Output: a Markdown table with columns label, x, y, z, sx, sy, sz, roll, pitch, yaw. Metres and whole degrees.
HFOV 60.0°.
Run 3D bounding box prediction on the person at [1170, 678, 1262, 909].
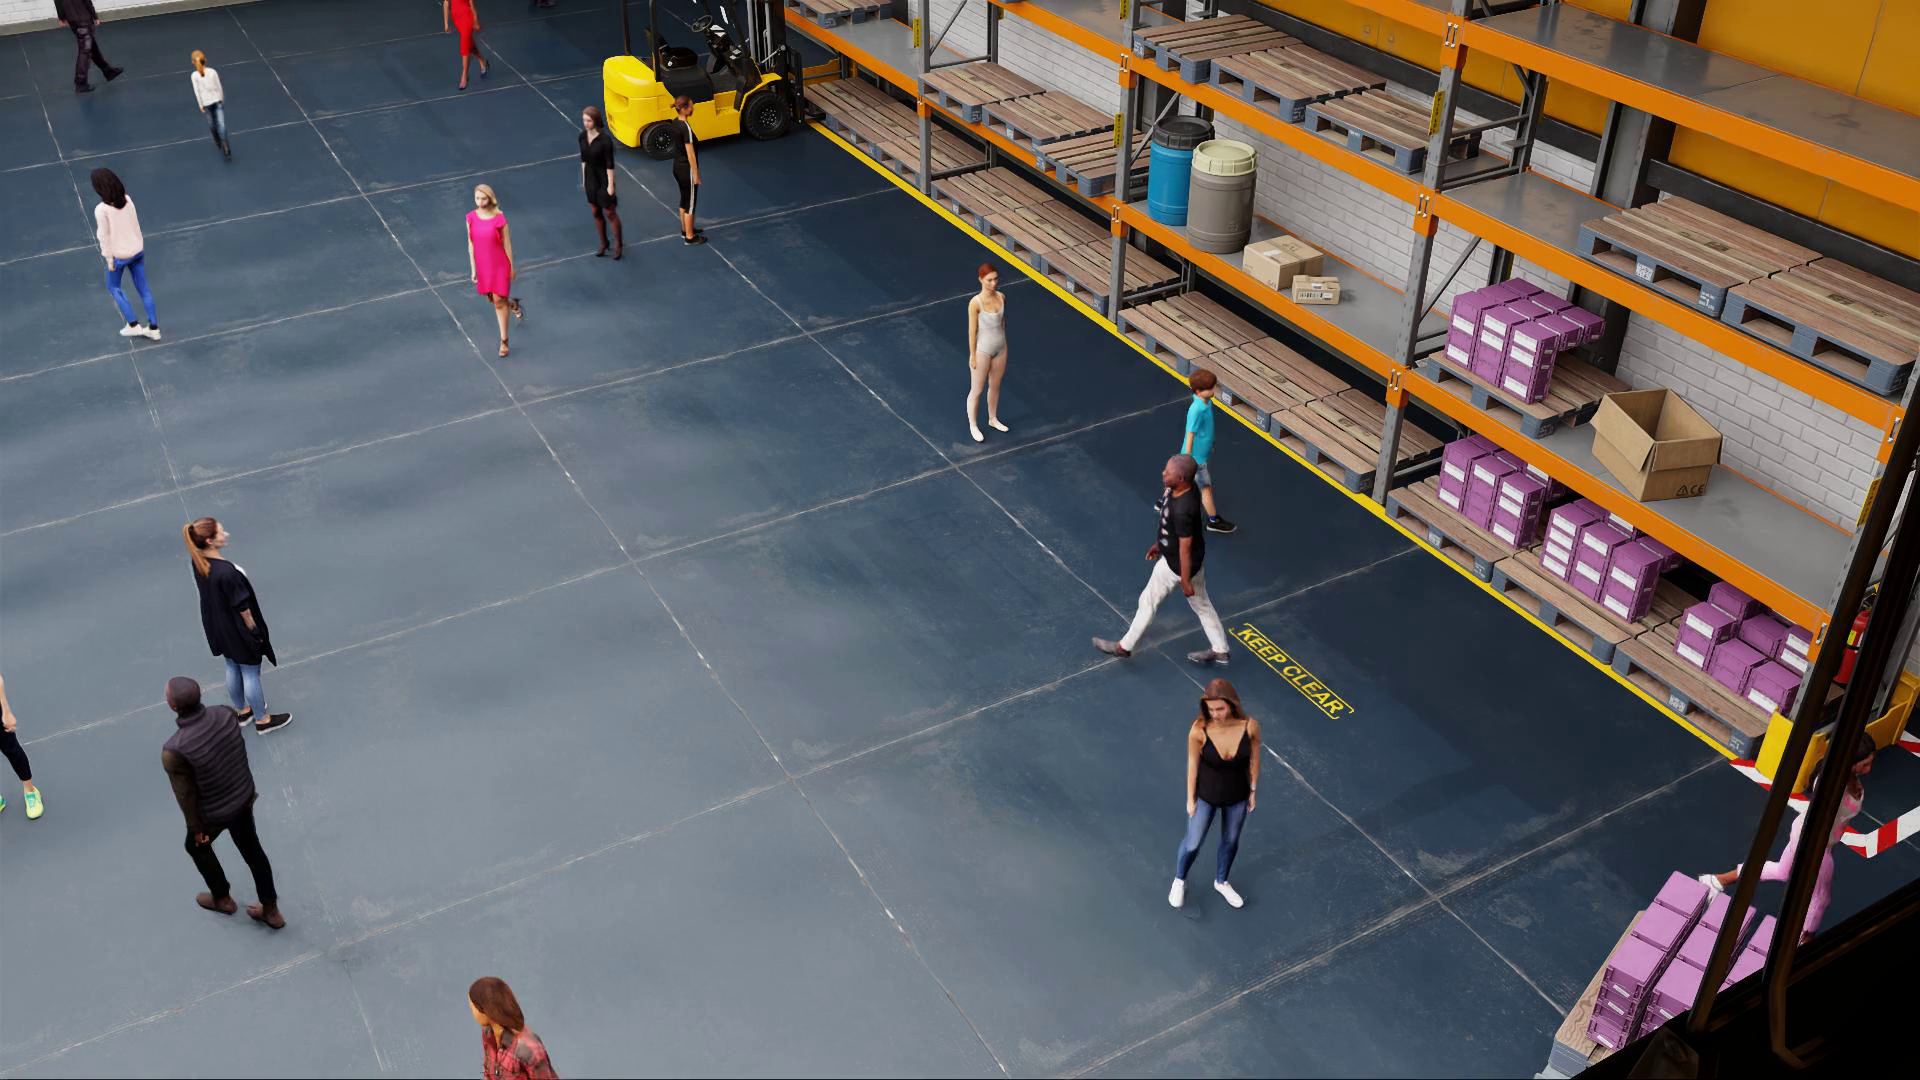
| label | x | y | z | sx | sy | sz | roll | pitch | yaw |
| --- | --- | --- | --- | --- | --- | --- | --- | --- | --- |
| person | 1.563 | 1.504 | 9.891 | 0.680 | 1.696 | 0.625 | -10 | 35 | -14 |

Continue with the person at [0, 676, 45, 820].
| label | x | y | z | sx | sy | sz | roll | pitch | yaw |
| --- | --- | --- | --- | --- | --- | --- | --- | --- | --- |
| person | -6.244 | 1.064 | 10.548 | 0.639 | 1.703 | 0.598 | -10 | 35 | -15 |

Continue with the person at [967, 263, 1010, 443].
| label | x | y | z | sx | sy | sz | roll | pitch | yaw |
| --- | --- | --- | --- | --- | --- | --- | --- | --- | --- |
| person | 0.245 | -1.679 | 14.728 | 0.577 | 1.644 | 0.510 | -23 | 40 | -31 |

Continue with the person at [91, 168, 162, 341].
| label | x | y | z | sx | sy | sz | roll | pitch | yaw |
| --- | --- | --- | --- | --- | --- | --- | --- | --- | --- |
| person | -8.090 | -2.758 | 16.250 | 0.834 | 1.755 | 0.807 | 16 | 37 | 22 |

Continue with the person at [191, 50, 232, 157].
| label | x | y | z | sx | sy | sz | roll | pitch | yaw |
| --- | --- | --- | --- | --- | --- | --- | --- | --- | --- |
| person | -9.259 | -5.386 | 20.629 | 0.516 | 1.284 | 0.947 | -15 | 36 | -21 |

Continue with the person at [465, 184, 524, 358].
| label | x | y | z | sx | sy | sz | roll | pitch | yaw |
| --- | --- | --- | --- | --- | --- | --- | --- | --- | --- |
| person | -4.508 | -2.681 | 16.183 | 0.937 | 1.701 | 1.018 | 6 | 34 | 10 |

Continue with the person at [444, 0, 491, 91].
| label | x | y | z | sx | sy | sz | roll | pitch | yaw |
| --- | --- | --- | --- | --- | --- | --- | --- | --- | --- |
| person | -6.774 | -7.127 | 22.877 | 1.098 | 1.695 | 1.106 | 11 | 35 | 16 |

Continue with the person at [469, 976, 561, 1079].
| label | x | y | z | sx | sy | sz | roll | pitch | yaw |
| --- | --- | --- | --- | --- | --- | --- | --- | --- | --- |
| person | -2.003 | 2.769 | 8.005 | 0.653 | 1.677 | 0.816 | 13 | 36 | 19 |

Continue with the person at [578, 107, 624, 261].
| label | x | y | z | sx | sy | sz | roll | pitch | yaw |
| --- | --- | --- | --- | --- | --- | --- | --- | --- | --- |
| person | -3.869 | -3.857 | 17.954 | 0.602 | 1.700 | 0.719 | 18 | 37 | 24 |

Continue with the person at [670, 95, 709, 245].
| label | x | y | z | sx | sy | sz | roll | pitch | yaw |
| --- | --- | --- | --- | --- | --- | --- | --- | --- | --- |
| person | -3.028 | -4.088 | 18.330 | 0.651 | 1.667 | 0.469 | -16 | 37 | -22 |

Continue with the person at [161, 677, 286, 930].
| label | x | y | z | sx | sy | sz | roll | pitch | yaw |
| --- | --- | --- | --- | --- | --- | --- | --- | --- | --- |
| person | -4.238 | 1.572 | 9.684 | 1.025 | 1.813 | 0.949 | 15 | 37 | 22 |

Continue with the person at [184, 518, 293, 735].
| label | x | y | z | sx | sy | sz | roll | pitch | yaw |
| --- | --- | --- | --- | --- | --- | --- | --- | --- | --- |
| person | -4.944 | 0.580 | 11.293 | 0.646 | 1.683 | 0.772 | 21 | 39 | 28 |

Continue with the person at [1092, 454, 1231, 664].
| label | x | y | z | sx | sy | sz | roll | pitch | yaw |
| --- | --- | --- | --- | --- | --- | --- | --- | --- | --- |
| person | 1.653 | 0.197 | 11.811 | 1.247 | 1.748 | 1.207 | 8 | 34 | 11 |

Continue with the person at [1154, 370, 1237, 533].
| label | x | y | z | sx | sy | sz | roll | pitch | yaw |
| --- | --- | --- | --- | --- | --- | --- | --- | --- | --- |
| person | 1.862 | -0.744 | 13.528 | 0.998 | 1.414 | 0.887 | 13 | 36 | 18 |

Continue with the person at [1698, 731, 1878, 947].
| label | x | y | z | sx | sy | sz | roll | pitch | yaw |
| --- | --- | --- | --- | --- | --- | --- | --- | --- | --- |
| person | 4.807 | 1.708 | 9.574 | 1.185 | 1.709 | 0.928 | 19 | 38 | 26 |

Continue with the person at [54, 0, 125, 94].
| label | x | y | z | sx | sy | sz | roll | pitch | yaw |
| --- | --- | --- | --- | --- | --- | --- | --- | --- | --- |
| person | -11.956 | -6.988 | 22.509 | 1.239 | 1.872 | 1.243 | 11 | 35 | 16 |

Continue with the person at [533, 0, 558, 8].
| label | x | y | z | sx | sy | sz | roll | pitch | yaw |
| --- | --- | --- | --- | --- | --- | --- | --- | --- | --- |
| person | -6.714 | -9.300 | 26.031 | 0.830 | 1.822 | 0.980 | 9 | 35 | 14 |
